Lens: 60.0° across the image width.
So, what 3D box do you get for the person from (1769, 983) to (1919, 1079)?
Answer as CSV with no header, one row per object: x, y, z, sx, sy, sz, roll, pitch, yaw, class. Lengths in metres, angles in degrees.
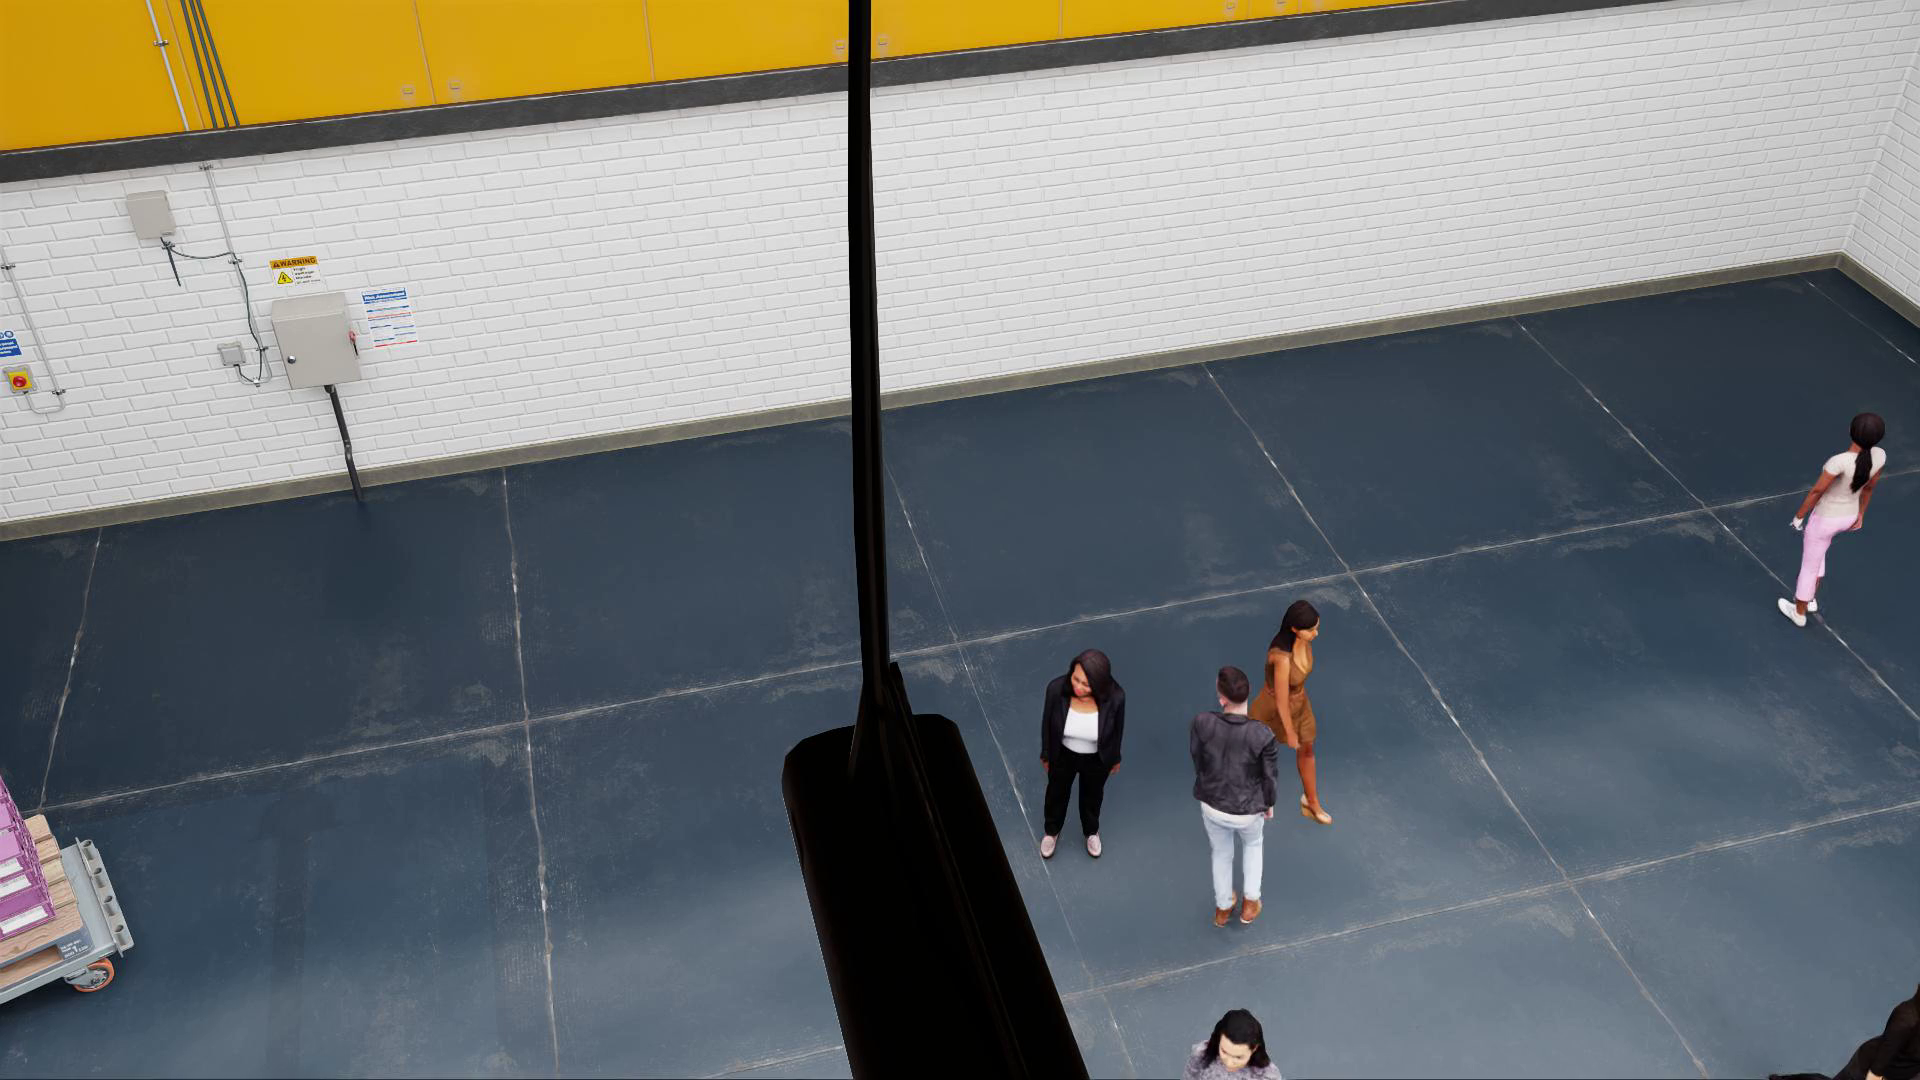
4.440,2.513,8.105,0.654,1.604,1.077,-12,40,-15,person

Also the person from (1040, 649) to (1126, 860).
0.707,1.223,9.715,0.714,1.611,0.718,1,39,1,person

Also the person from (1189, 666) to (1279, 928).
1.471,1.510,9.204,0.800,1.801,0.814,17,41,20,person

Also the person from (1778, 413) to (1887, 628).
5.951,-0.085,11.255,0.593,1.734,0.563,-9,40,-11,person

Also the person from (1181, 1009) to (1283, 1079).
1.271,2.697,7.784,0.734,1.719,0.788,18,42,21,person

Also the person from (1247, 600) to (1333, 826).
1.834,1.007,9.957,1.098,1.647,0.948,25,45,28,person
